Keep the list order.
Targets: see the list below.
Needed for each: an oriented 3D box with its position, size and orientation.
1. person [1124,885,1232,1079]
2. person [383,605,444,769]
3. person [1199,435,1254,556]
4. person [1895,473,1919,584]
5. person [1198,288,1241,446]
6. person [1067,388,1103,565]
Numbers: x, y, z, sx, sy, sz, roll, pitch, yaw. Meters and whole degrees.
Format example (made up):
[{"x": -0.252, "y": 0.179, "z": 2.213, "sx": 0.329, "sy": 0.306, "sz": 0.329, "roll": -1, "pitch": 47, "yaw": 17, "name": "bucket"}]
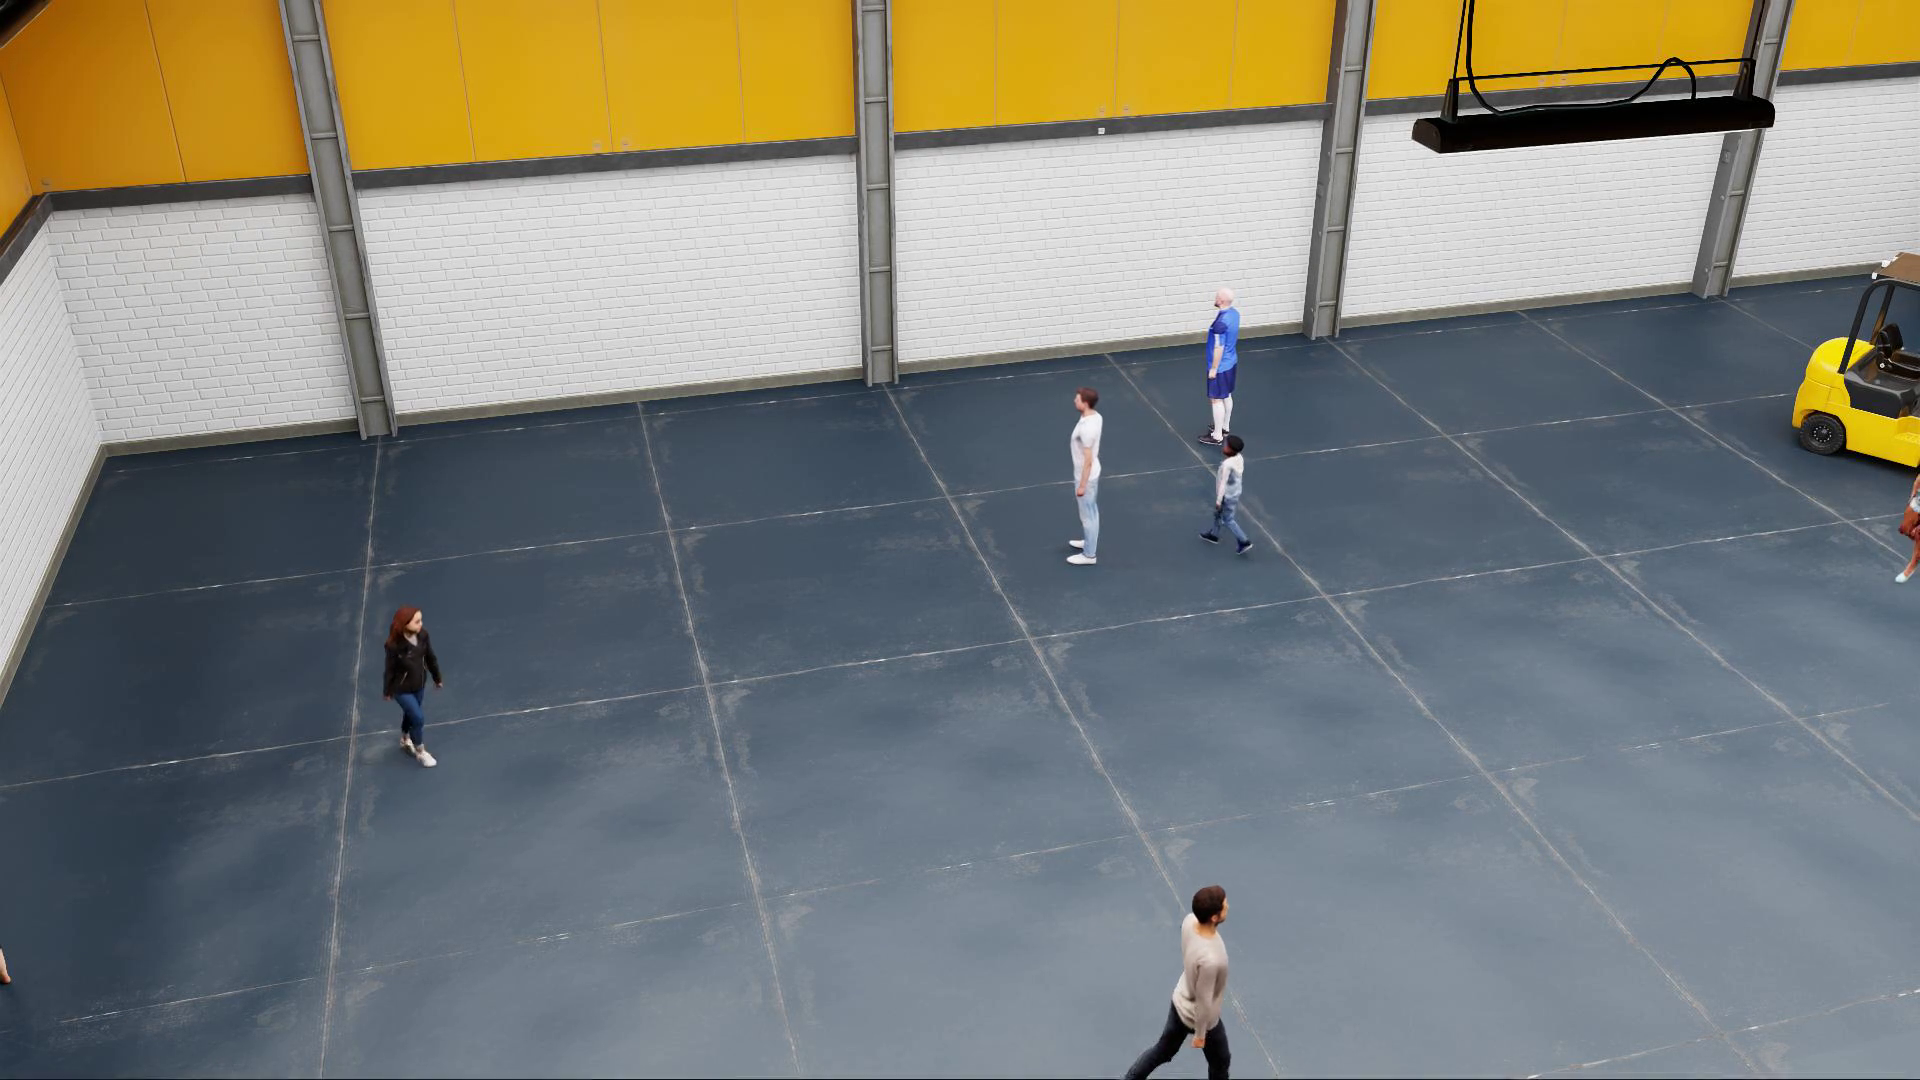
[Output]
[{"x": 1.327, "y": 2.853, "z": 9.999, "sx": 1.219, "sy": 1.828, "sz": 0.665, "roll": -7, "pitch": 29, "yaw": -13, "name": "person"}, {"x": -4.531, "y": 1.159, "z": 13.503, "sx": 0.843, "sy": 1.448, "sz": 0.781, "roll": 20, "pitch": 34, "yaw": 32, "name": "person"}, {"x": 2.730, "y": -0.446, "z": 16.655, "sx": 0.859, "sy": 1.247, "sz": 0.840, "roll": 19, "pitch": 34, "yaw": 30, "name": "person"}, {"x": 9.399, "y": -0.318, "z": 16.043, "sx": 0.706, "sy": 1.608, "sz": 0.576, "roll": -9, "pitch": 30, "yaw": -16, "name": "person"}, {"x": 2.962, "y": -1.989, "z": 18.863, "sx": 0.792, "sy": 1.841, "sz": 0.742, "roll": 14, "pitch": 32, "yaw": 24, "name": "person"}, {"x": 1.259, "y": -0.642, "z": 16.385, "sx": 0.717, "sy": 1.850, "sz": 0.725, "roll": 7, "pitch": 29, "yaw": 12, "name": "person"}]
